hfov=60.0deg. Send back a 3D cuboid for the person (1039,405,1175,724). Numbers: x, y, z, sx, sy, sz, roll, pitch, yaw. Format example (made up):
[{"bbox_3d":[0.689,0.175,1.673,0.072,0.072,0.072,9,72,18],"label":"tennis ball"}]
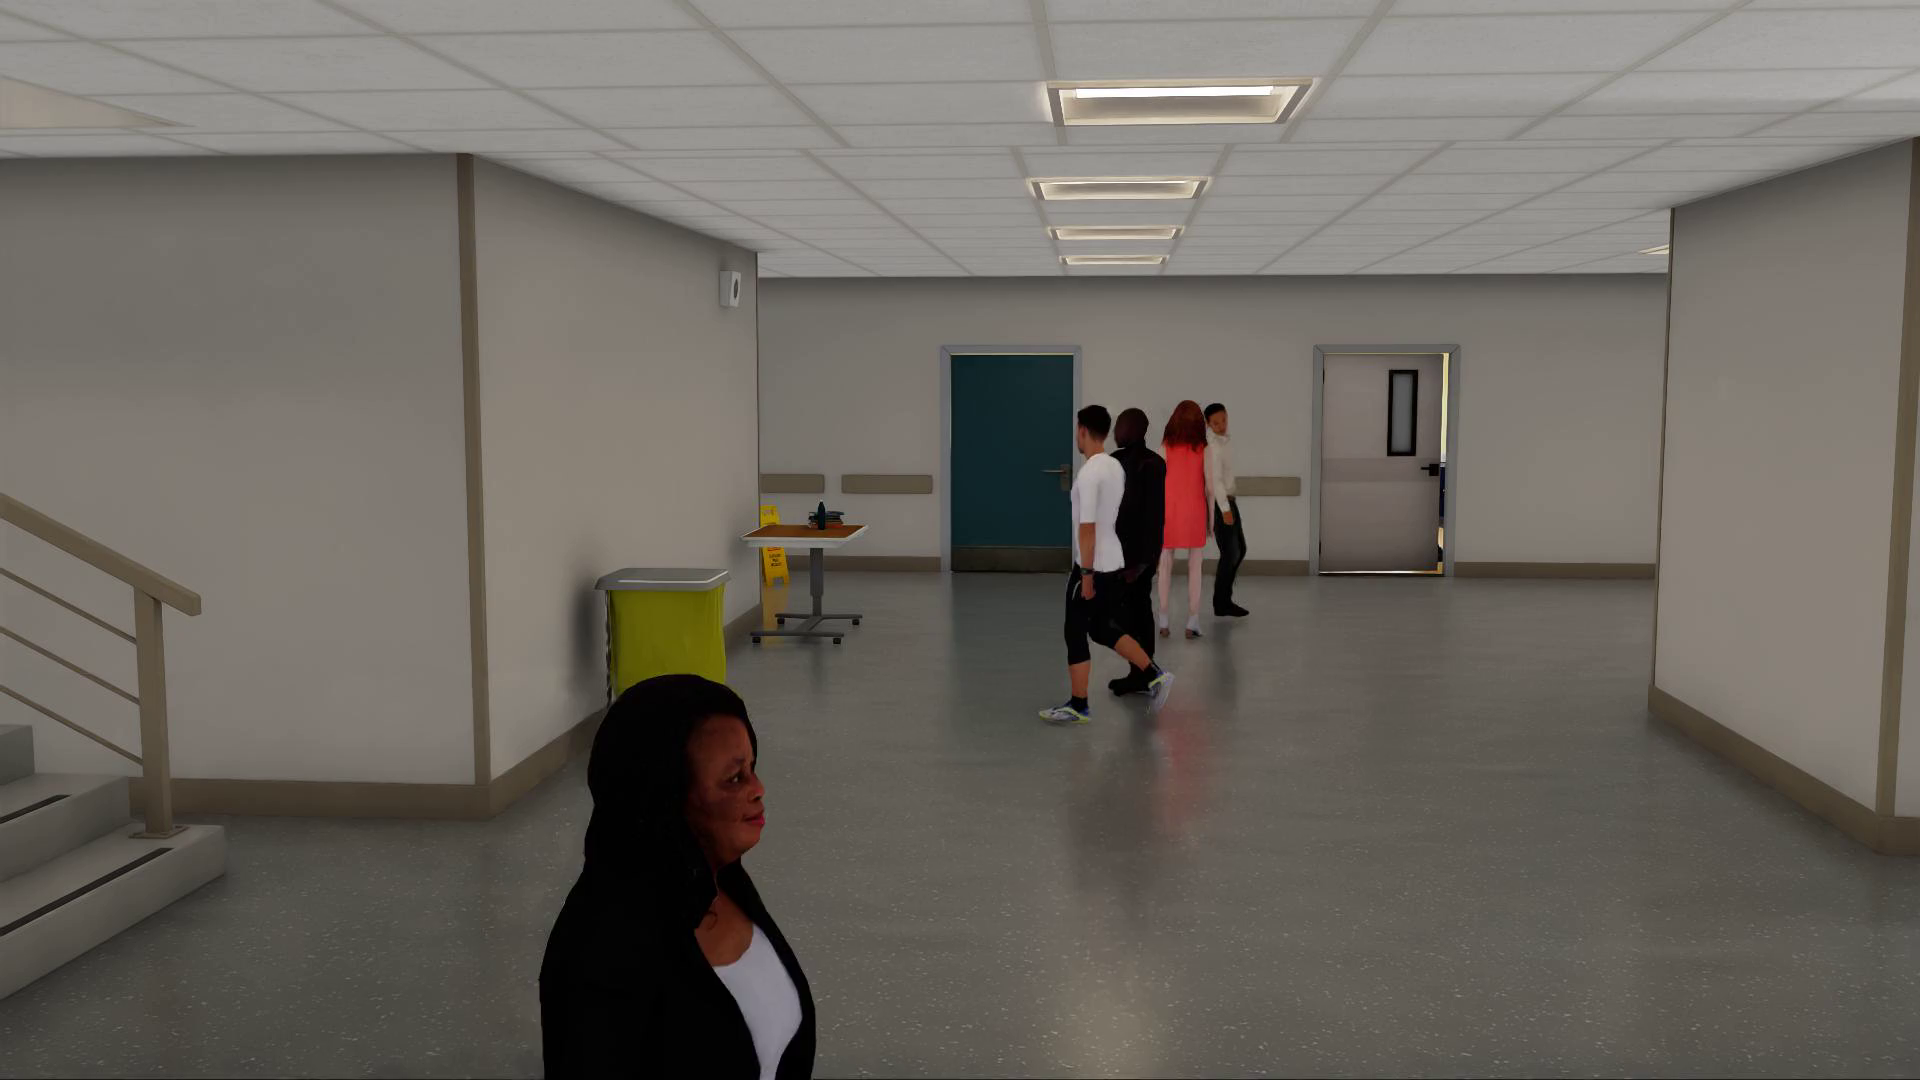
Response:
[{"bbox_3d":[0.866,0.157,9.549,1.107,1.832,0.923,3,6,25],"label":"person"}]

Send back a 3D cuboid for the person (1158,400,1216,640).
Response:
[{"bbox_3d":[1.711,-0.162,12.752,0.506,1.825,0.691,2,6,15],"label":"person"}]

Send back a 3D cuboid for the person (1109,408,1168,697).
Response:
[{"bbox_3d":[1.187,0.076,10.424,0.806,1.817,0.814,3,6,24],"label":"person"}]

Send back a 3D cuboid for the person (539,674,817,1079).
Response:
[{"bbox_3d":[-0.522,1.010,2.389,1.111,1.566,0.679,0,6,3],"label":"person"}]

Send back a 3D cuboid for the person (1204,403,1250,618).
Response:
[{"bbox_3d":[2.078,-0.227,13.702,0.724,1.763,0.754,1,6,10],"label":"person"}]
